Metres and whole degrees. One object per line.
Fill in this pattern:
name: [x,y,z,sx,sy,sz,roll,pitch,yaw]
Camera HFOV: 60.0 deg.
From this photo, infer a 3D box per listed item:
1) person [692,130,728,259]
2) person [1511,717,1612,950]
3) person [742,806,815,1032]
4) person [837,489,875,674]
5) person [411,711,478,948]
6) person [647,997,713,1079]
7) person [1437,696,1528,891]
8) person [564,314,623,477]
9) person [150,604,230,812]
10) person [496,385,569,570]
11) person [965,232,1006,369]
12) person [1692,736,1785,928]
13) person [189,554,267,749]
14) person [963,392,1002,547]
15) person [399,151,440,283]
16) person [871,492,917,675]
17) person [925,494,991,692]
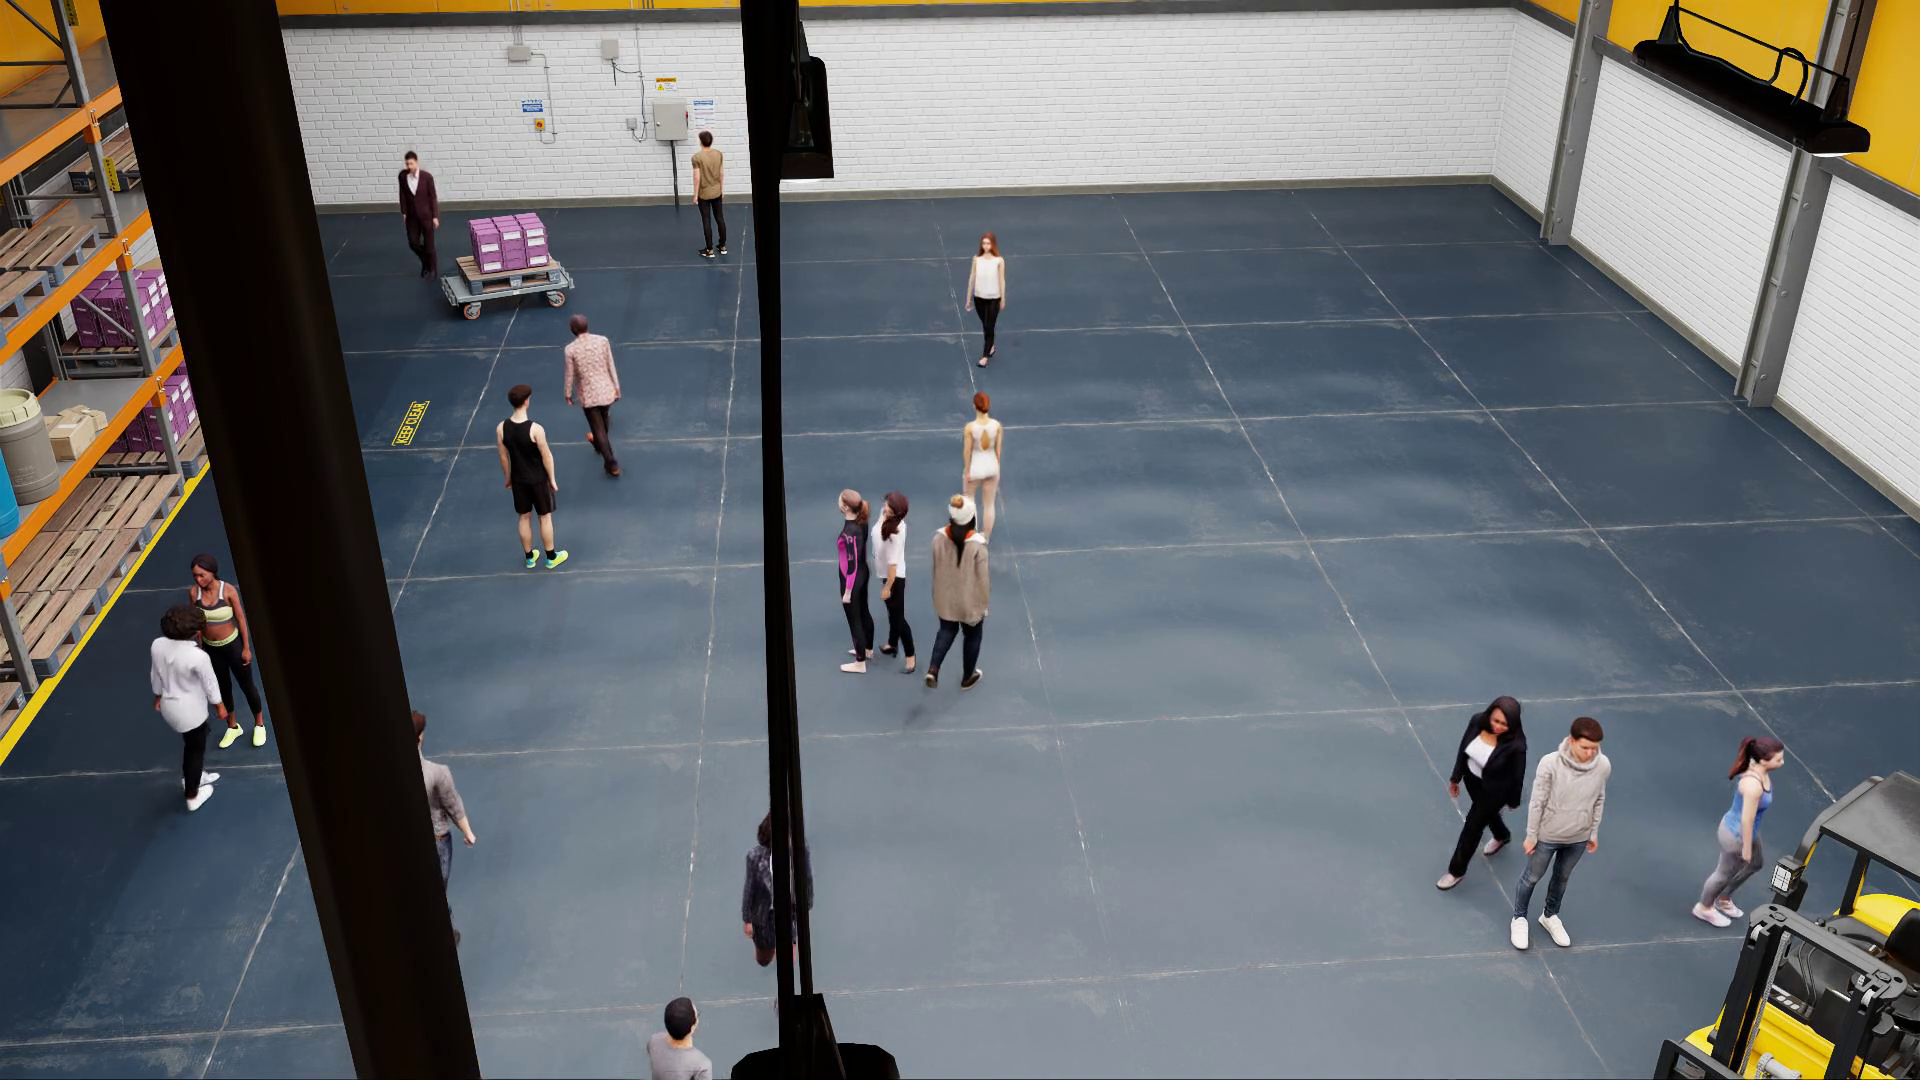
person: [-3.650,-5.063,24.259,0.751,1.850,0.767,-21,35,-34]
person: [4.105,1.971,11.363,0.658,1.851,0.551,-2,29,-4]
person: [-1.190,2.396,10.778,0.702,1.665,0.931,-5,29,-8]
person: [-0.917,0.345,14.448,0.698,1.750,0.588,9,30,16]
person: [-3.635,2.061,11.161,0.821,1.886,0.859,4,29,6]
person: [-1.550,3.277,9.114,1.014,1.710,1.210,16,32,27]
person: [3.876,1.751,12.064,1.003,1.565,1.102,-18,33,-29]
person: [-3.881,-1.519,17.851,1.095,1.764,1.265,-18,34,-30]
person: [-5.951,1.284,12.701,0.847,1.775,0.837,5,29,9]
person: [-4.147,-0.595,16.025,0.737,1.891,0.668,4,29,7]
person: [0.365,-3.022,20.689,0.896,1.684,1.105,12,31,21]
person: [5.346,2.007,11.561,0.765,1.597,0.688,15,32,25]
person: [-5.946,0.878,13.466,0.557,1.755,0.500,-2,29,-3]
person: [0.241,-0.646,16.387,0.573,1.633,0.581,-6,29,-10]
person: [-7.567,-4.581,23.374,0.730,1.850,0.713,1,29,2]
person: [-0.586,0.297,14.518,0.806,1.769,0.553,1,29,2]
person: [-0.053,0.492,14.040,0.930,1.883,1.018,13,31,23]
